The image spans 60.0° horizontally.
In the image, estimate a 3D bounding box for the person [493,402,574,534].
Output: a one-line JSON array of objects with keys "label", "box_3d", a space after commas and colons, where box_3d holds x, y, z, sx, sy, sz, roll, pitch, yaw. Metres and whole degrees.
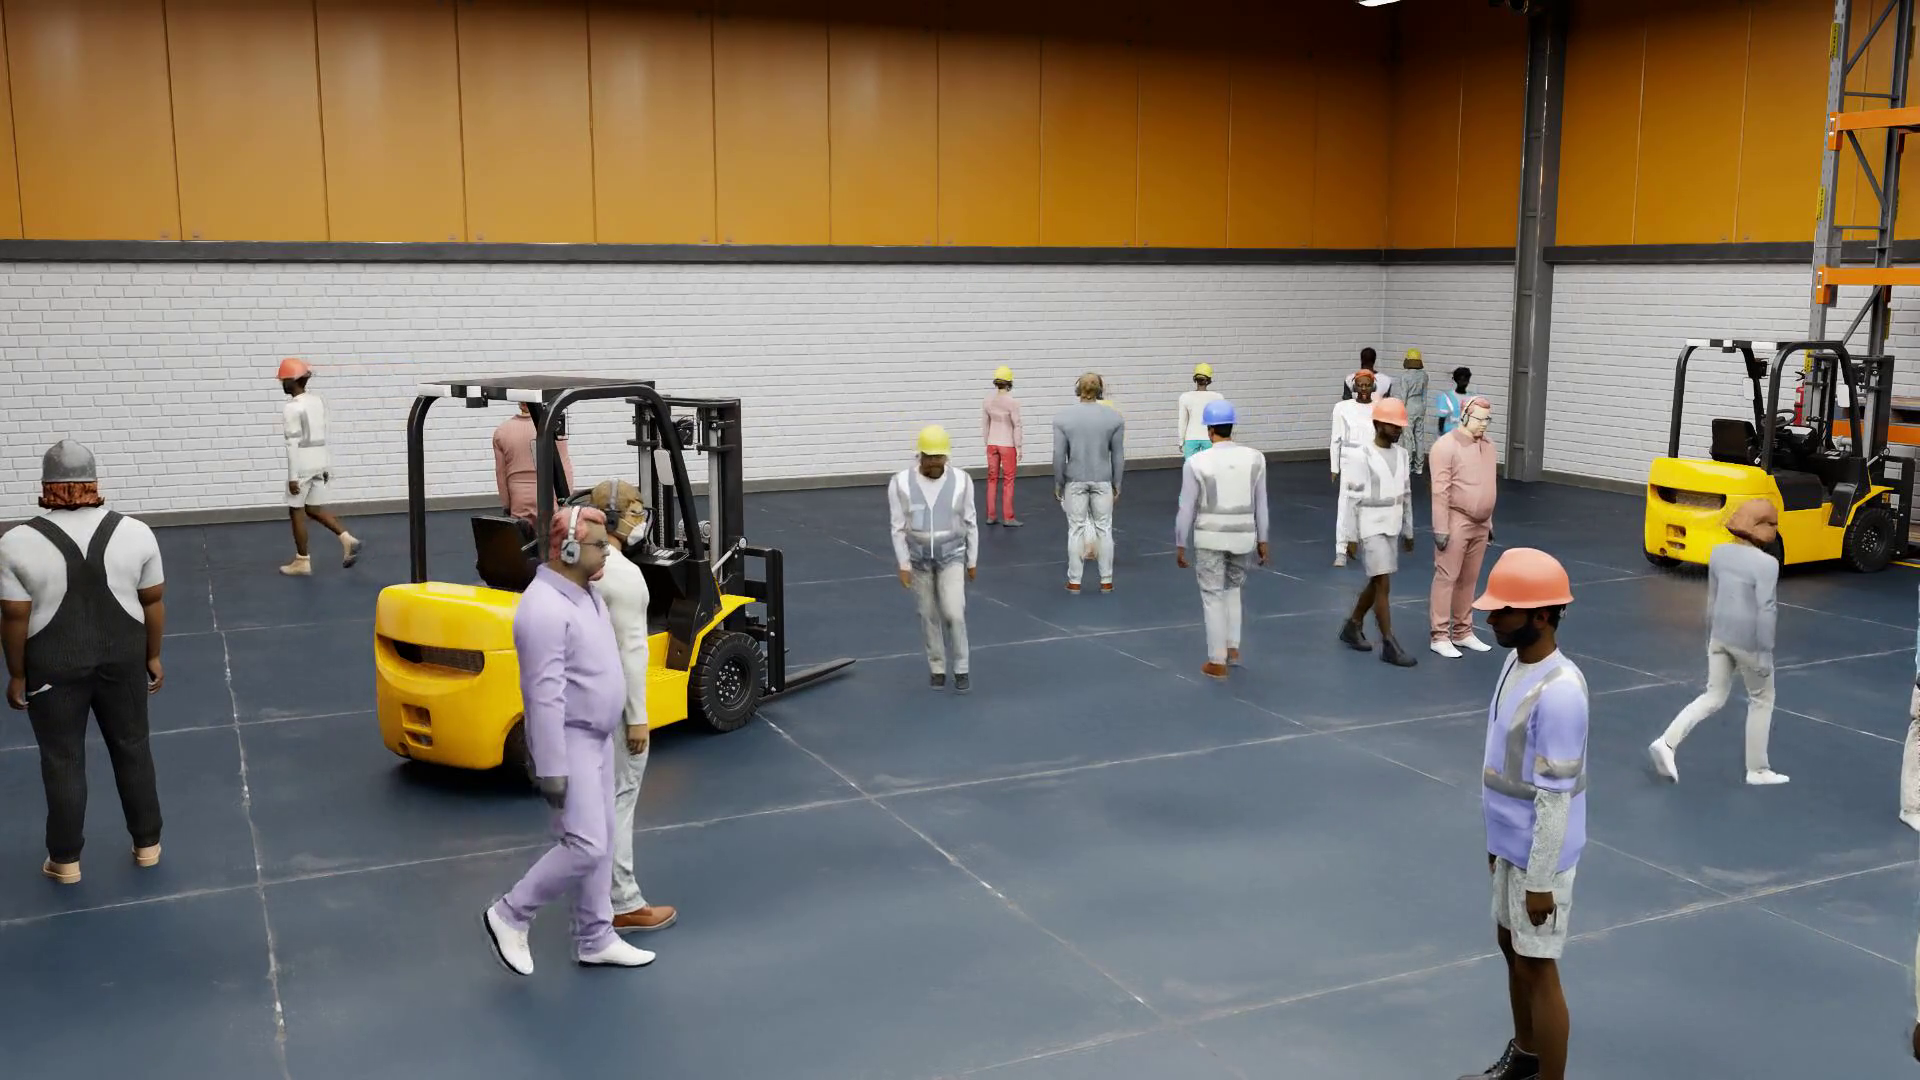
[{"label": "person", "box_3d": [-3.414, -0.314, 13.446, 0.643, 1.909, 0.409, 1, 9, 9]}]

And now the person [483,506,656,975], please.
[{"label": "person", "box_3d": [-1.540, 0.801, 6.555, 0.555, 1.889, 0.675, 0, 9, 3]}]

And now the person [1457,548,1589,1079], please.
[{"label": "person", "box_3d": [1.814, 0.978, 5.386, 0.386, 1.930, 0.541, 1, 9, 6]}]

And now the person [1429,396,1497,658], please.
[{"label": "person", "box_3d": [3.700, -0.101, 12.151, 0.636, 1.902, 0.406, -7, 11, -37]}]

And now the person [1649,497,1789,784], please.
[{"label": "person", "box_3d": [4.153, 0.561, 8.995, 0.745, 1.600, 0.503, -2, 9, -15]}]

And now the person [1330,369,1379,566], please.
[{"label": "person", "box_3d": [3.801, -0.677, 15.780, 0.574, 1.882, 0.356, 1, 9, 8]}]

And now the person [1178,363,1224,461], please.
[{"label": "person", "box_3d": [2.744, -1.123, 18.903, 0.533, 1.768, 0.310, 2, 9, 13]}]

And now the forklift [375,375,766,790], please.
[{"label": "forklift", "box_3d": [-2.268, 0.149, 9.685, 1.214, 2.155, 2.313, 6, 11, 32]}]

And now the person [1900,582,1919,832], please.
[{"label": "person", "box_3d": [4.971, 0.647, 8.312, 0.515, 1.640, 0.315, -3, 10, -20]}]

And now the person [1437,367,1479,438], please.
[{"label": "person", "box_3d": [5.975, -1.264, 20.039, 0.531, 1.675, 0.645, 0, 9, 0]}]

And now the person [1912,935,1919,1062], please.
[{"label": "person", "box_3d": [2.765, 1.225, 4.161, 0.613, 1.813, 0.626, 1, 9, 6]}]

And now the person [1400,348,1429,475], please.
[{"label": "person", "box_3d": [6.239, -1.772, 23.001, 0.491, 1.744, 0.295, -5, 11, -29]}]

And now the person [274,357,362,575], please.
[{"label": "person", "box_3d": [-5.937, -0.665, 15.242, 0.687, 2.024, 0.617, 2, 9, 11]}]

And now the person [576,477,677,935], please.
[{"label": "person", "box_3d": [-1.492, 0.698, 7.086, 0.376, 1.934, 0.629, -6, 11, -35]}]

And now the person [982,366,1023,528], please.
[{"label": "person", "box_3d": [0.458, -1.008, 18.271, 0.544, 1.781, 0.411, 8, 12, 41]}]

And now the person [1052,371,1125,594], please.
[{"label": "person", "box_3d": [1.109, -0.490, 14.443, 0.629, 1.940, 0.376, 0, 9, 1]}]

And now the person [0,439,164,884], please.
[{"label": "person", "box_3d": [-4.067, 0.544, 7.706, 0.689, 2.000, 0.537, -7, 12, -39]}]

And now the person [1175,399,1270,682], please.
[{"label": "person", "box_3d": [1.776, -0.005, 11.453, 0.646, 1.924, 0.548, -2, 9, -15]}]

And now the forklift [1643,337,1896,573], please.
[{"label": "forklift", "box_3d": [7.551, -0.789, 15.507, 2.313, 2.155, 1.214, -4, 10, -25]}]

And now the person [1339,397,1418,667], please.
[{"label": "person", "box_3d": [3.048, -0.084, 12.024, 0.560, 1.918, 0.738, -6, 11, -34]}]

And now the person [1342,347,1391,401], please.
[{"label": "person", "box_3d": [4.963, -1.407, 20.314, 0.602, 1.891, 0.882, -1, 9, -7]}]

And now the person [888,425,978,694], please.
[{"label": "person", "box_3d": [-0.177, 0.134, 11.001, 0.592, 1.795, 0.562, 0, 9, 2]}]

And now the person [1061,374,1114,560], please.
[{"label": "person", "box_3d": [1.253, -0.697, 16.069, 0.457, 1.827, 0.655, 7, 11, 37]}]
